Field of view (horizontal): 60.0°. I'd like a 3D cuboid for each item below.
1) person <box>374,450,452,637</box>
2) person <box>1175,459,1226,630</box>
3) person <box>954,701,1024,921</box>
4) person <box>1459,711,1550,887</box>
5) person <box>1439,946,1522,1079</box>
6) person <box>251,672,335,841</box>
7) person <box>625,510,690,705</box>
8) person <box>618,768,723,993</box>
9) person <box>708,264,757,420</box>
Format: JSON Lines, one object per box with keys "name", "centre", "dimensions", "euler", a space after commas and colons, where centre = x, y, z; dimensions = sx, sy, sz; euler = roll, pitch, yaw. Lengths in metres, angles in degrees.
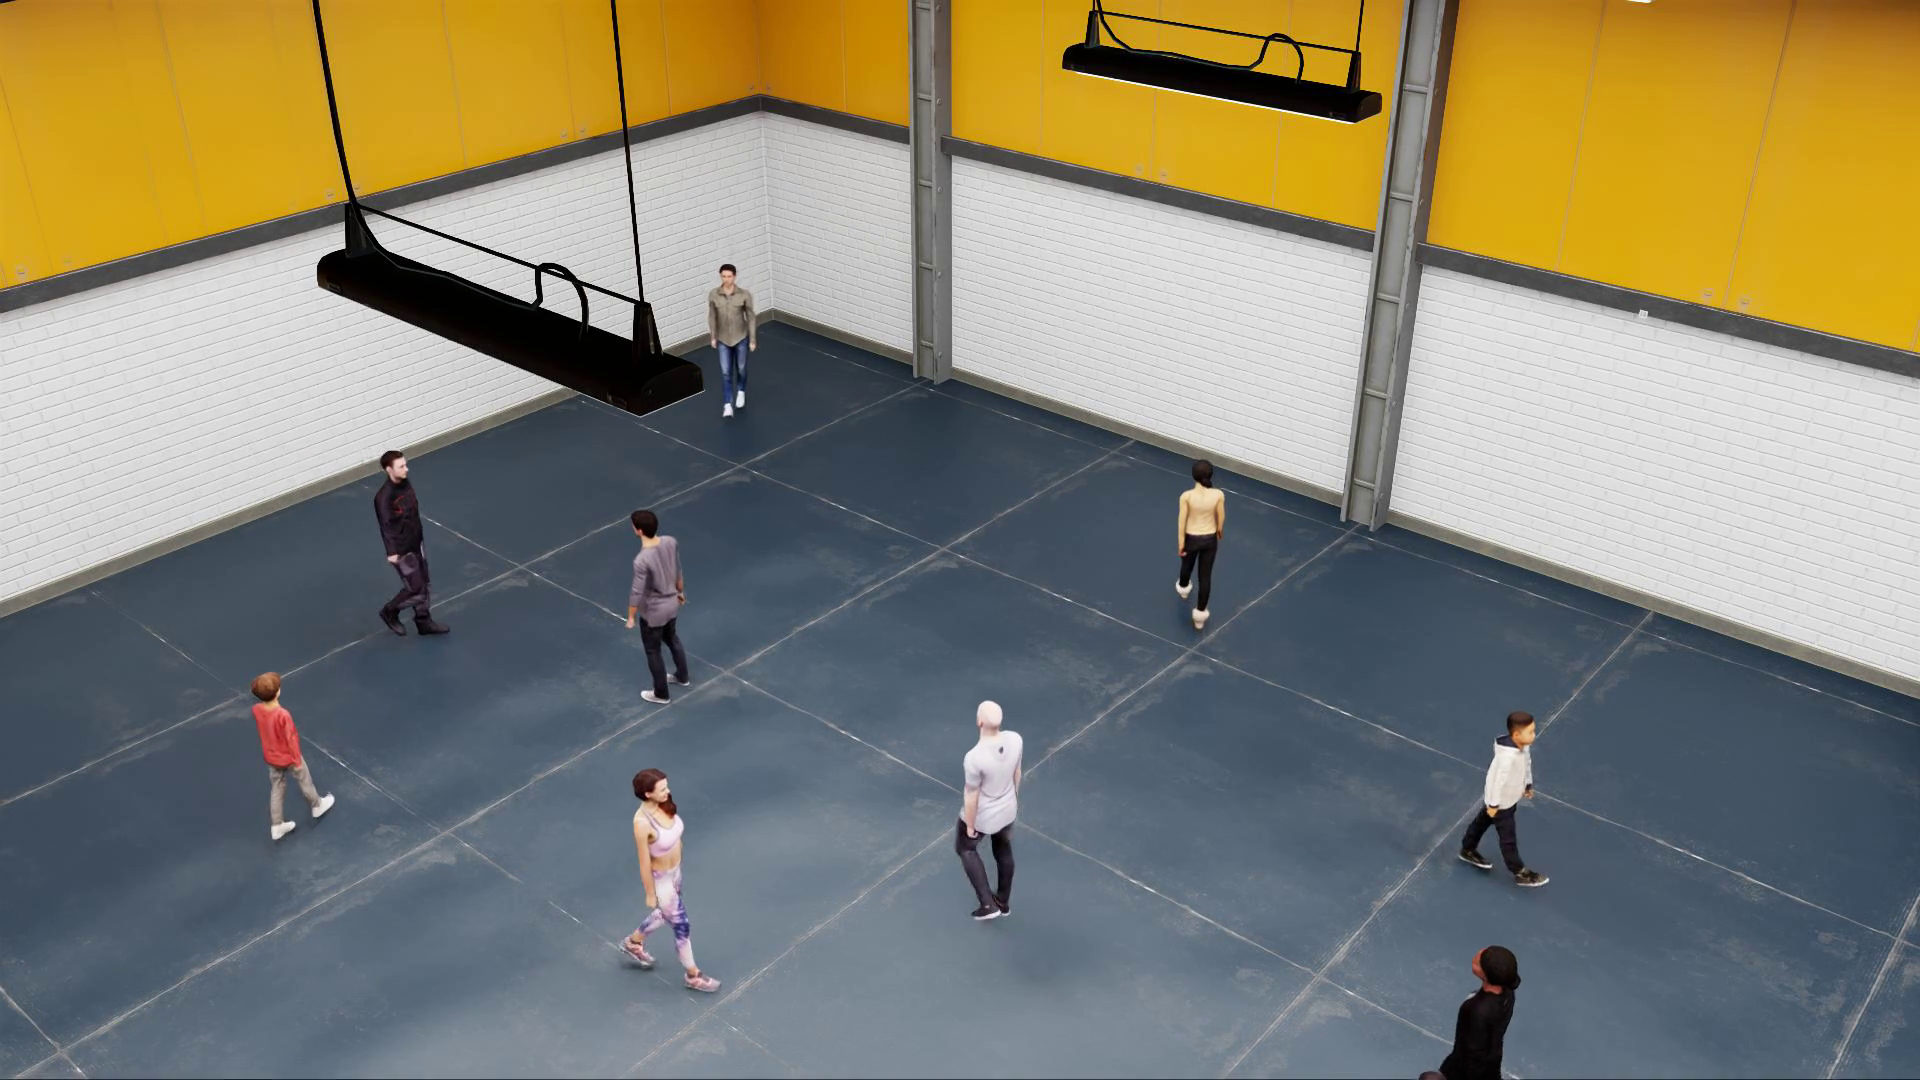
{"name": "person", "centre": [-5.079, 0.057, 15.056], "dimensions": [0.997, 1.901, 0.915], "euler": [4, 29, 7]}
{"name": "person", "centre": [2.233, 0.053, 15.354], "dimensions": [1.048, 1.623, 1.026], "euler": [2, 29, 3]}
{"name": "person", "centre": [0.266, 1.952, 11.665], "dimensions": [0.770, 1.822, 0.792], "euler": [-17, 33, -28]}
{"name": "person", "centre": [3.930, 1.859, 12.250], "dimensions": [0.941, 1.425, 0.688], "euler": [17, 33, 28]}
{"name": "person", "centre": [3.132, 3.081, 9.790], "dimensions": [1.115, 1.635, 0.655], "euler": [25, 37, 38]}
{"name": "person", "centre": [-5.197, 1.659, 12.647], "dimensions": [0.836, 1.396, 0.773], "euler": [9, 30, 17]}
{"name": "person", "centre": [-2.529, 0.577, 14.162], "dimensions": [0.668, 1.844, 0.769], "euler": [16, 33, 27]}
{"name": "person", "centre": [-2.055, 2.259, 11.173], "dimensions": [1.091, 1.753, 0.880], "euler": [6, 29, 11]}
{"name": "person", "centre": [-2.655, -2.386, 19.617], "dimensions": [1.179, 1.822, 1.206], "euler": [0, 29, 0]}
